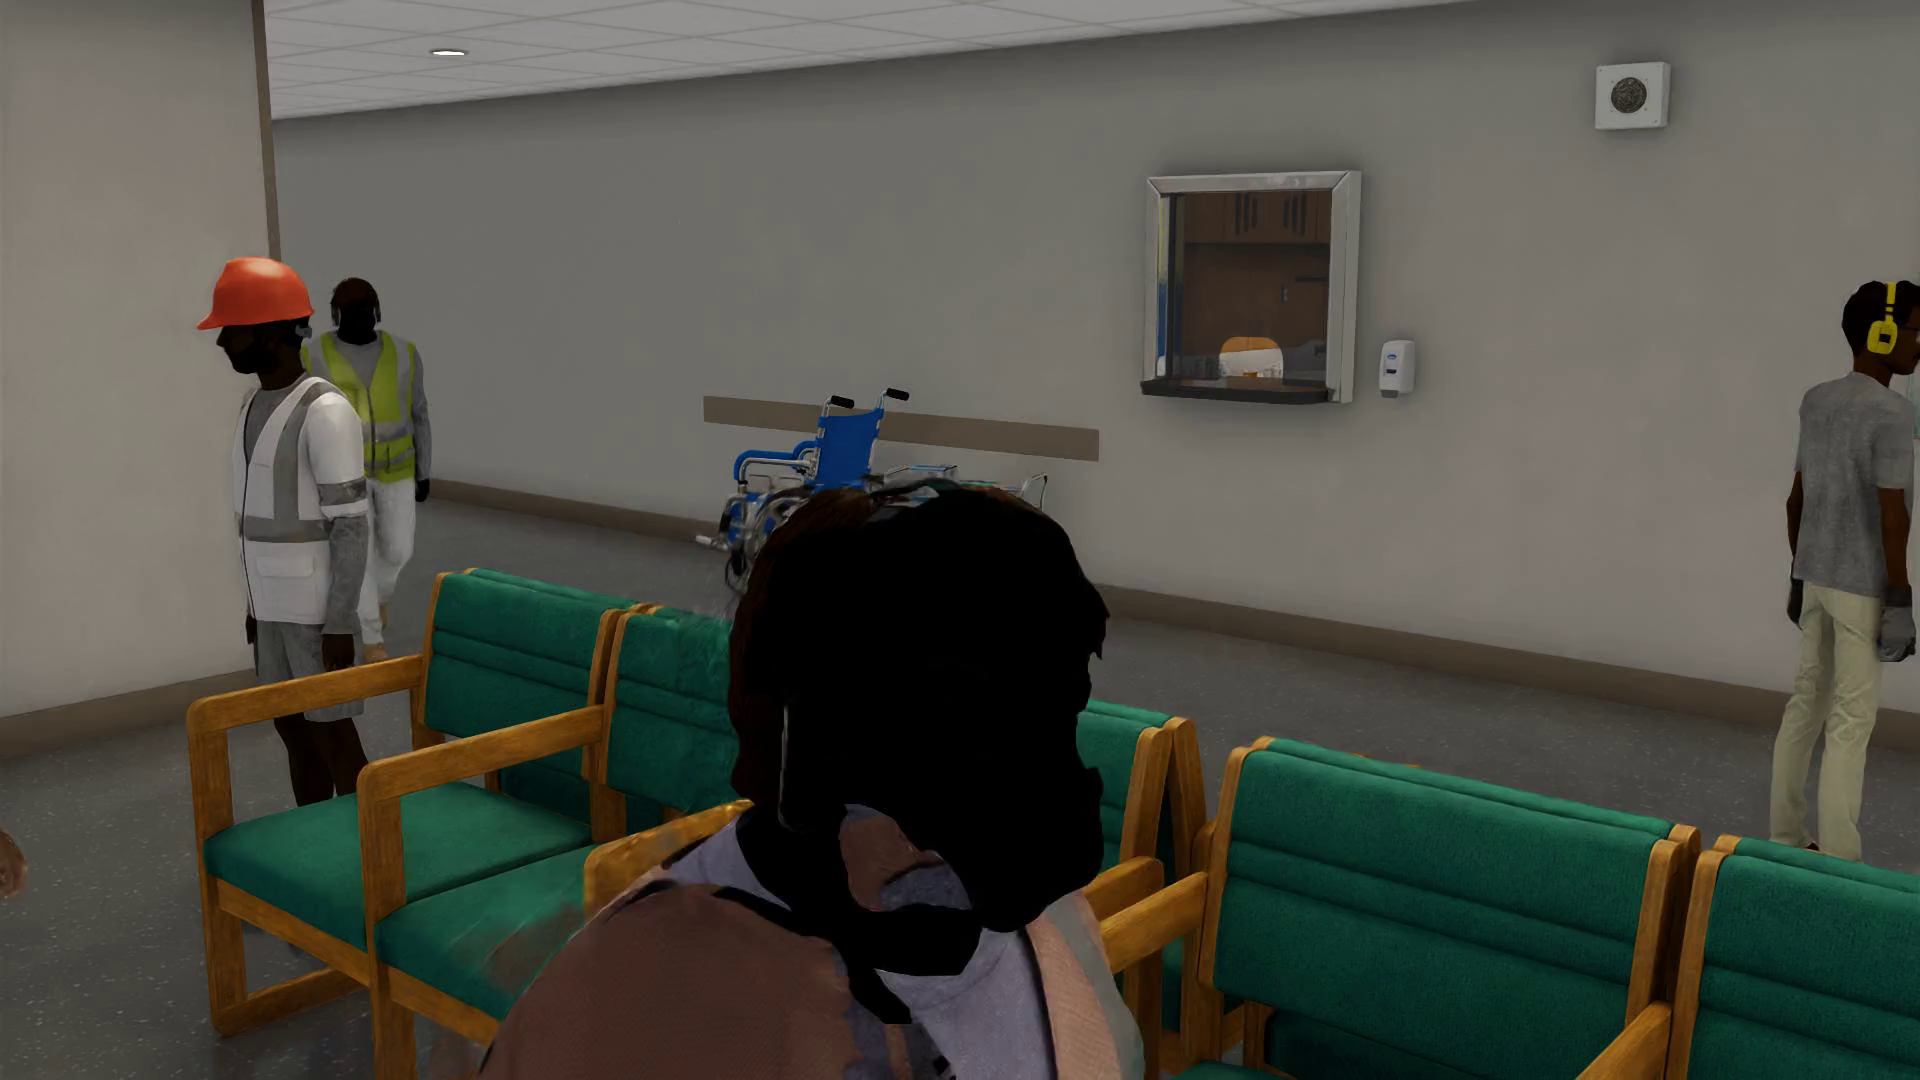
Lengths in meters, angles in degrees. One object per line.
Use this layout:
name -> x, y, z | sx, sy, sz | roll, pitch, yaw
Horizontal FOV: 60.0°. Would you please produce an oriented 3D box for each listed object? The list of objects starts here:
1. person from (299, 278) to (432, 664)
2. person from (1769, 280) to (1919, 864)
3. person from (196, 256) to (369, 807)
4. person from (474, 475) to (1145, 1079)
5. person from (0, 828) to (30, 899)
person -> -2.850, -0.337, 7.945 | 0.625, 1.824, 0.695 | -6, 12, -31
person -> 2.704, 0.155, 5.044 | 0.334, 1.864, 0.521 | -1, 10, -5
person -> -1.895, 0.176, 4.717 | 0.551, 1.933, 0.366 | 9, 13, 41
person -> -0.117, 0.848, 1.204 | 0.671, 1.823, 0.628 | 7, 12, 34
person -> -1.902, 0.575, 2.837 | 0.970, 1.789, 0.575 | -1, 10, -7
